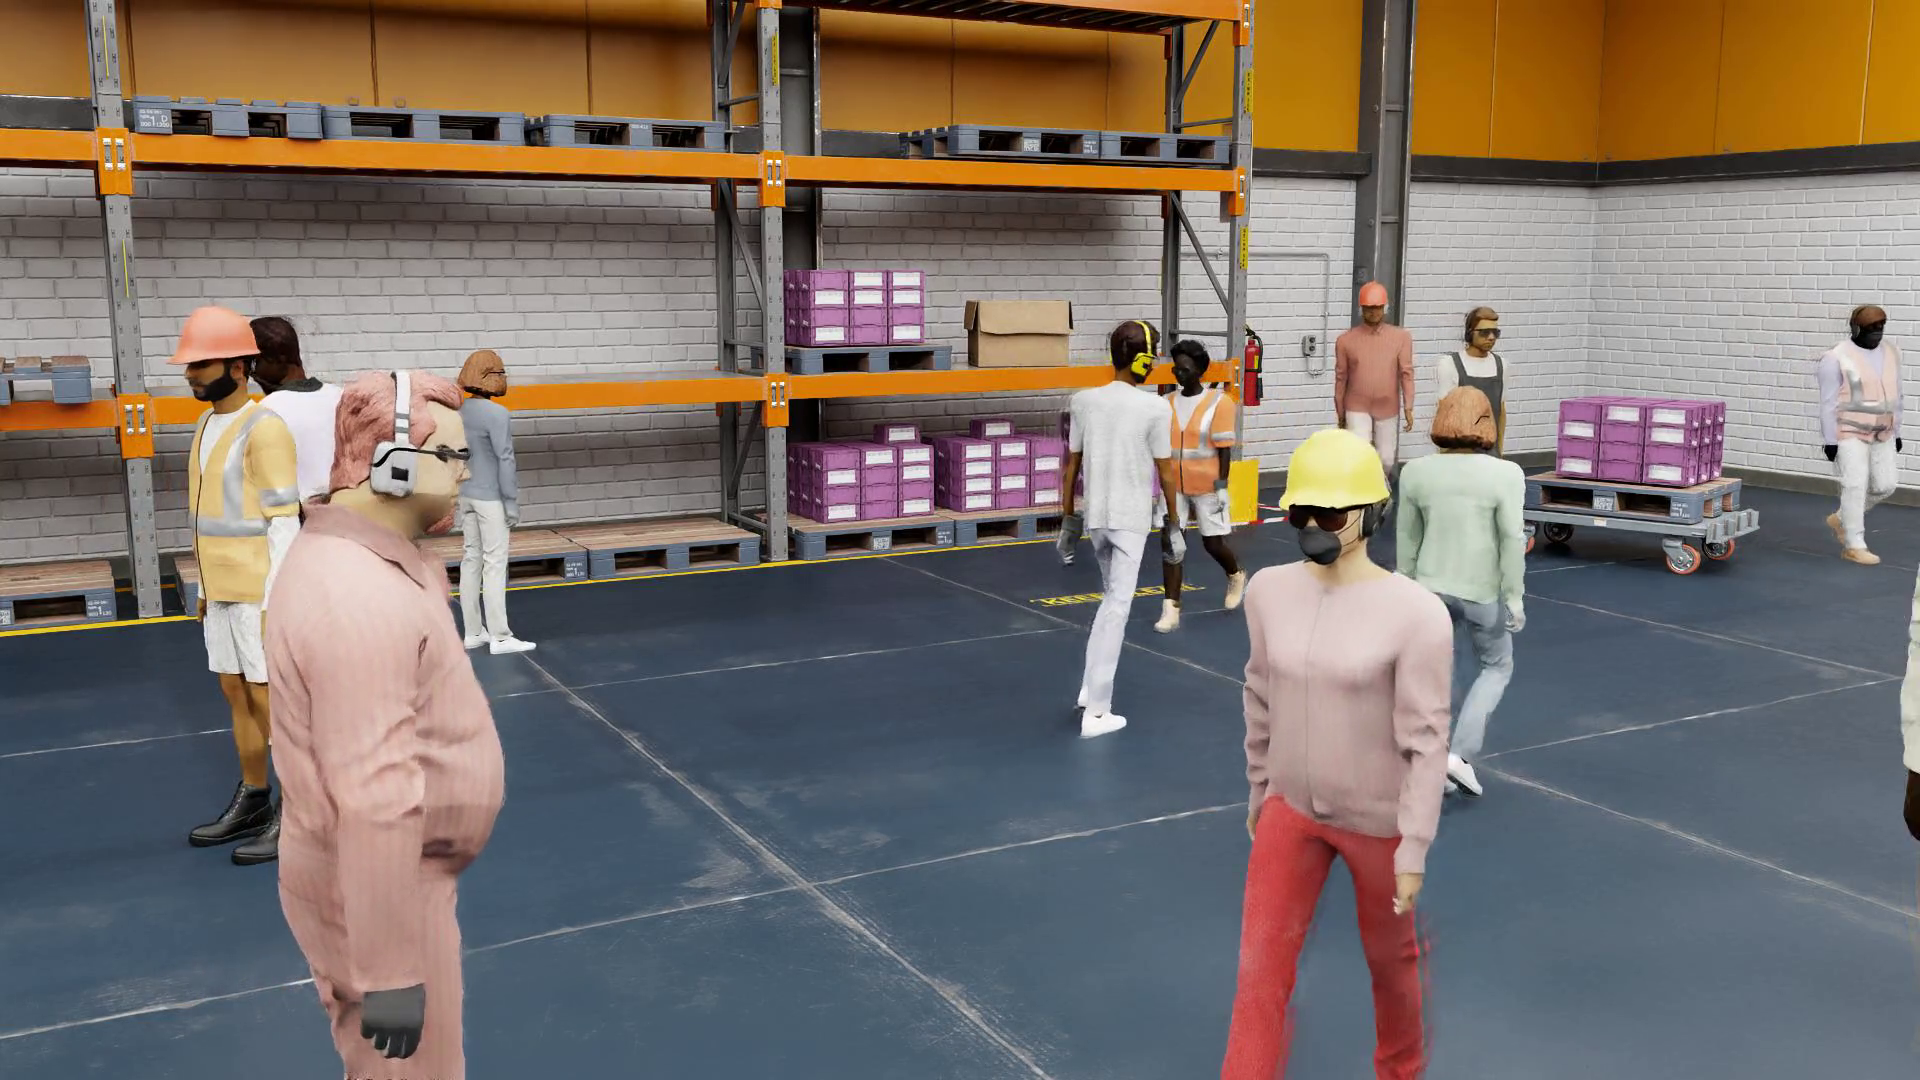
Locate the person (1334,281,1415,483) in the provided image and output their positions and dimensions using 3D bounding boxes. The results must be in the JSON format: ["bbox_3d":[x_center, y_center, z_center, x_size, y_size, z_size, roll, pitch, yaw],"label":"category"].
[{"bbox_3d":[3.246,-1.054,13.134,0.602,1.970,0.859,1,9,4],"label":"person"}]

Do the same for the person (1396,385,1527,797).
[{"bbox_3d":[1.940,0.215,6.434,0.529,1.620,0.348,7,12,38],"label":"person"}]

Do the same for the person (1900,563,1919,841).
[{"bbox_3d":[2.369,0.502,3.601,0.618,1.981,0.635,-7,11,-35],"label":"person"}]

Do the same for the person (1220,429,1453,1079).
[{"bbox_3d":[0.808,0.615,3.680,0.547,1.712,0.895,8,12,41],"label":"person"}]

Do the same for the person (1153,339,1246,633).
[{"bbox_3d":[1.376,-0.327,9.577,0.537,1.670,0.733,6,11,34],"label":"person"}]

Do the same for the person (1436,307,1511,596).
[{"bbox_3d":[3.238,-0.538,10.430,0.509,1.826,0.634,-1,9,-8],"label":"person"}]

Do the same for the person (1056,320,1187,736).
[{"bbox_3d":[0.715,-0.051,7.414,0.520,1.837,0.589,8,12,39],"label":"person"}]

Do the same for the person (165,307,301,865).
[{"bbox_3d":[-2.529,0.161,5.814,0.551,1.935,0.362,8,12,39],"label":"person"}]

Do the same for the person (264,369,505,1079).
[{"bbox_3d":[-1.016,0.646,3.005,0.395,1.896,0.676,-4,10,-21],"label":"person"}]

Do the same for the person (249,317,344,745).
[{"bbox_3d":[-2.752,0.028,6.829,0.773,1.872,0.640,1,9,9],"label":"person"}]

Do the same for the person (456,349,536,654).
[{"bbox_3d":[-2.547,-0.206,8.968,0.500,1.633,0.286,8,13,42],"label":"person"}]

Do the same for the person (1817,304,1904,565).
[{"bbox_3d":[6.296,-0.742,11.679,0.651,1.821,0.516,-2,10,-12],"label":"person"}]
